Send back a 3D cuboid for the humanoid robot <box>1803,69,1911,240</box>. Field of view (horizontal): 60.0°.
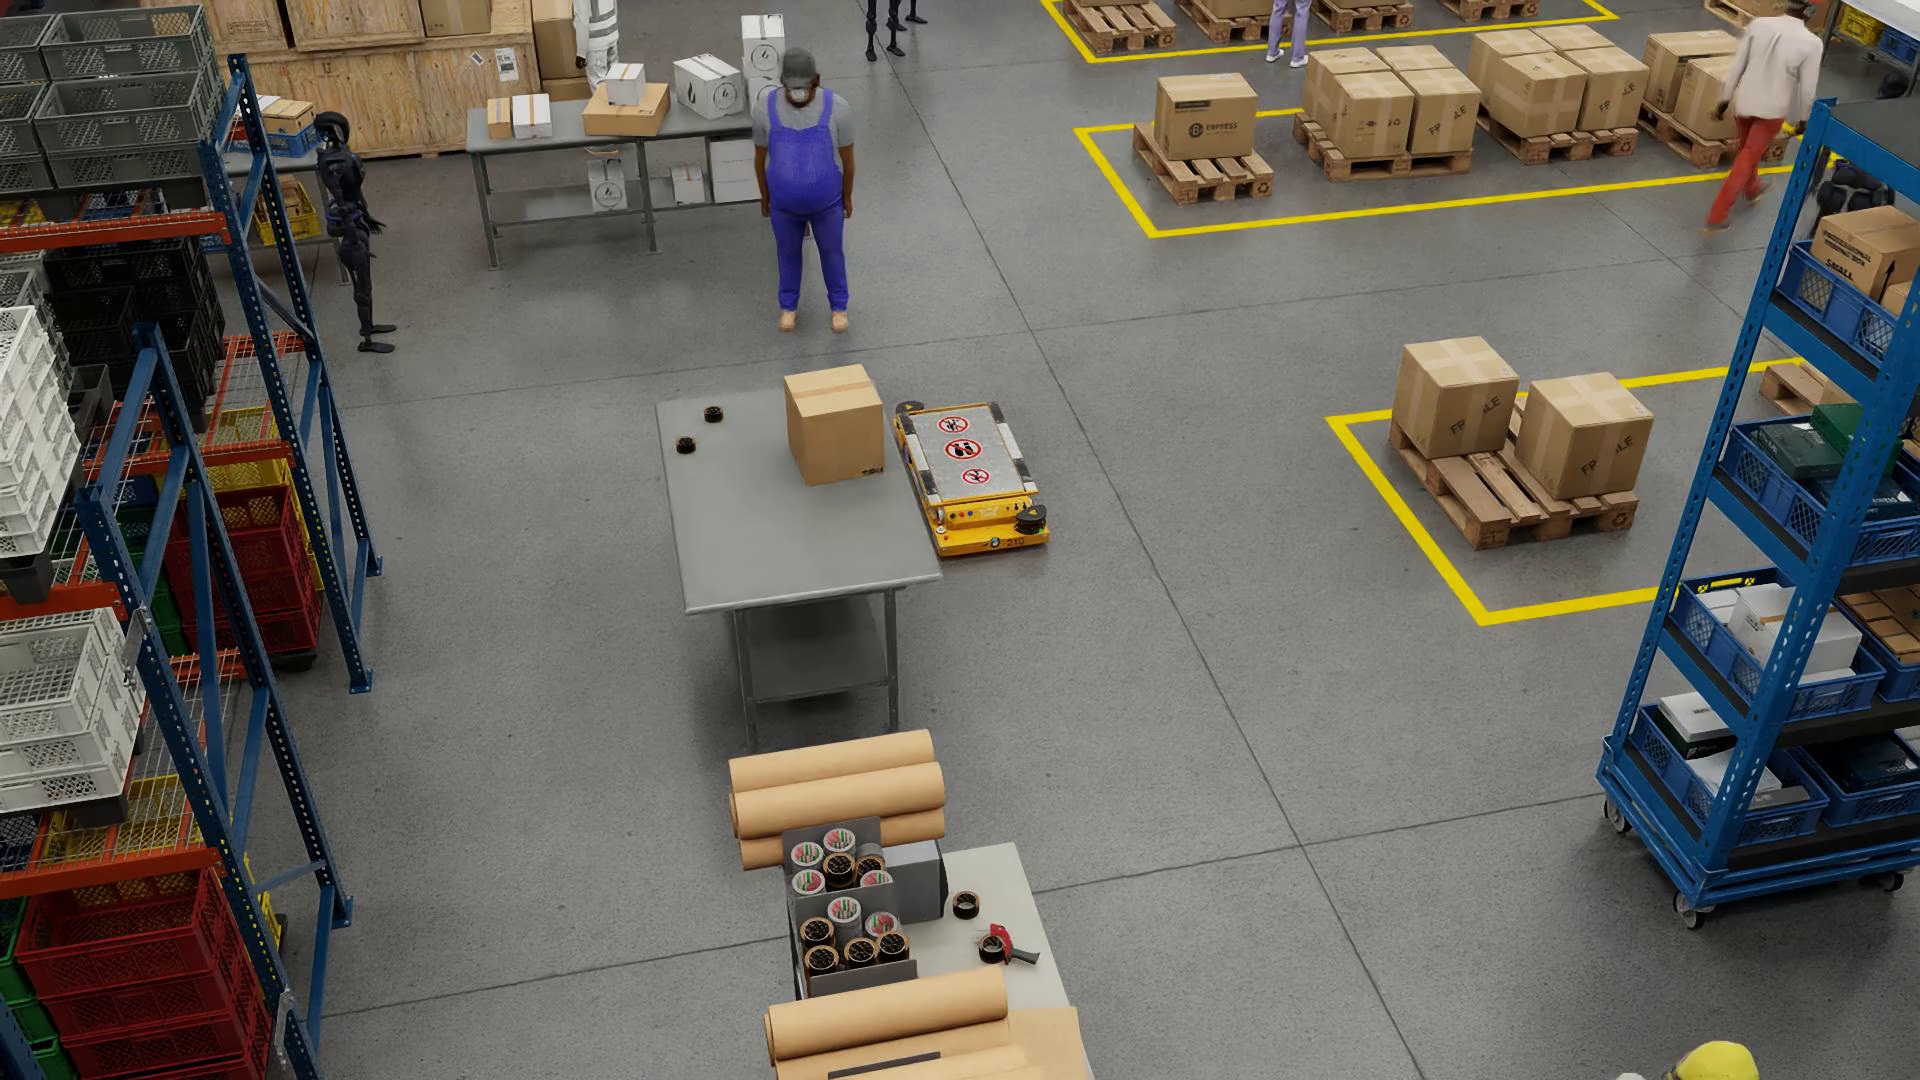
[{"bbox_3d":[6.319,-2.498,11.740,0.607,1.625,0.492,15,39,19],"label":"humanoid robot"}]

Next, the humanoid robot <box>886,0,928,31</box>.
[{"bbox_3d":[-0.502,-5.839,16.214,0.317,1.654,0.579,28,45,32],"label":"humanoid robot"}]

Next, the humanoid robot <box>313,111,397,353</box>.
[{"bbox_3d":[-4.046,-2.077,11.153,0.326,1.657,0.596,-6,37,-8],"label":"humanoid robot"}]

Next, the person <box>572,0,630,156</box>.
[{"bbox_3d":[-3.000,-4.118,13.735,0.356,1.884,0.573,12,38,16],"label":"person"}]

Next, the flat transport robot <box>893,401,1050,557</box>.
[{"bbox_3d":[0.046,-0.430,10.108,0.652,0.197,1.431,-8,37,-10],"label":"flat transport robot"}]

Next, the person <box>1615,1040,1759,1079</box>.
[{"bbox_3d":[2.247,2.185,5.380,0.529,1.751,0.524,-21,42,-26],"label":"person"}]

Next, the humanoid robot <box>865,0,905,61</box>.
[{"bbox_3d":[-0.708,-5.331,15.527,0.586,1.657,0.327,-16,39,-20],"label":"humanoid robot"}]

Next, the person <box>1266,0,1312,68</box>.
[{"bbox_3d":[3.138,-5.346,15.362,0.579,1.919,0.394,19,41,23],"label":"person"}]

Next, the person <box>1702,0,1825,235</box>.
[{"bbox_3d":[6.174,-3.303,12.593,1.010,1.936,0.634,-20,41,-25],"label":"person"}]

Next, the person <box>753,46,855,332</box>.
[{"bbox_3d":[-1.040,-2.346,11.224,0.678,2.000,0.535,0,37,1],"label":"person"}]
